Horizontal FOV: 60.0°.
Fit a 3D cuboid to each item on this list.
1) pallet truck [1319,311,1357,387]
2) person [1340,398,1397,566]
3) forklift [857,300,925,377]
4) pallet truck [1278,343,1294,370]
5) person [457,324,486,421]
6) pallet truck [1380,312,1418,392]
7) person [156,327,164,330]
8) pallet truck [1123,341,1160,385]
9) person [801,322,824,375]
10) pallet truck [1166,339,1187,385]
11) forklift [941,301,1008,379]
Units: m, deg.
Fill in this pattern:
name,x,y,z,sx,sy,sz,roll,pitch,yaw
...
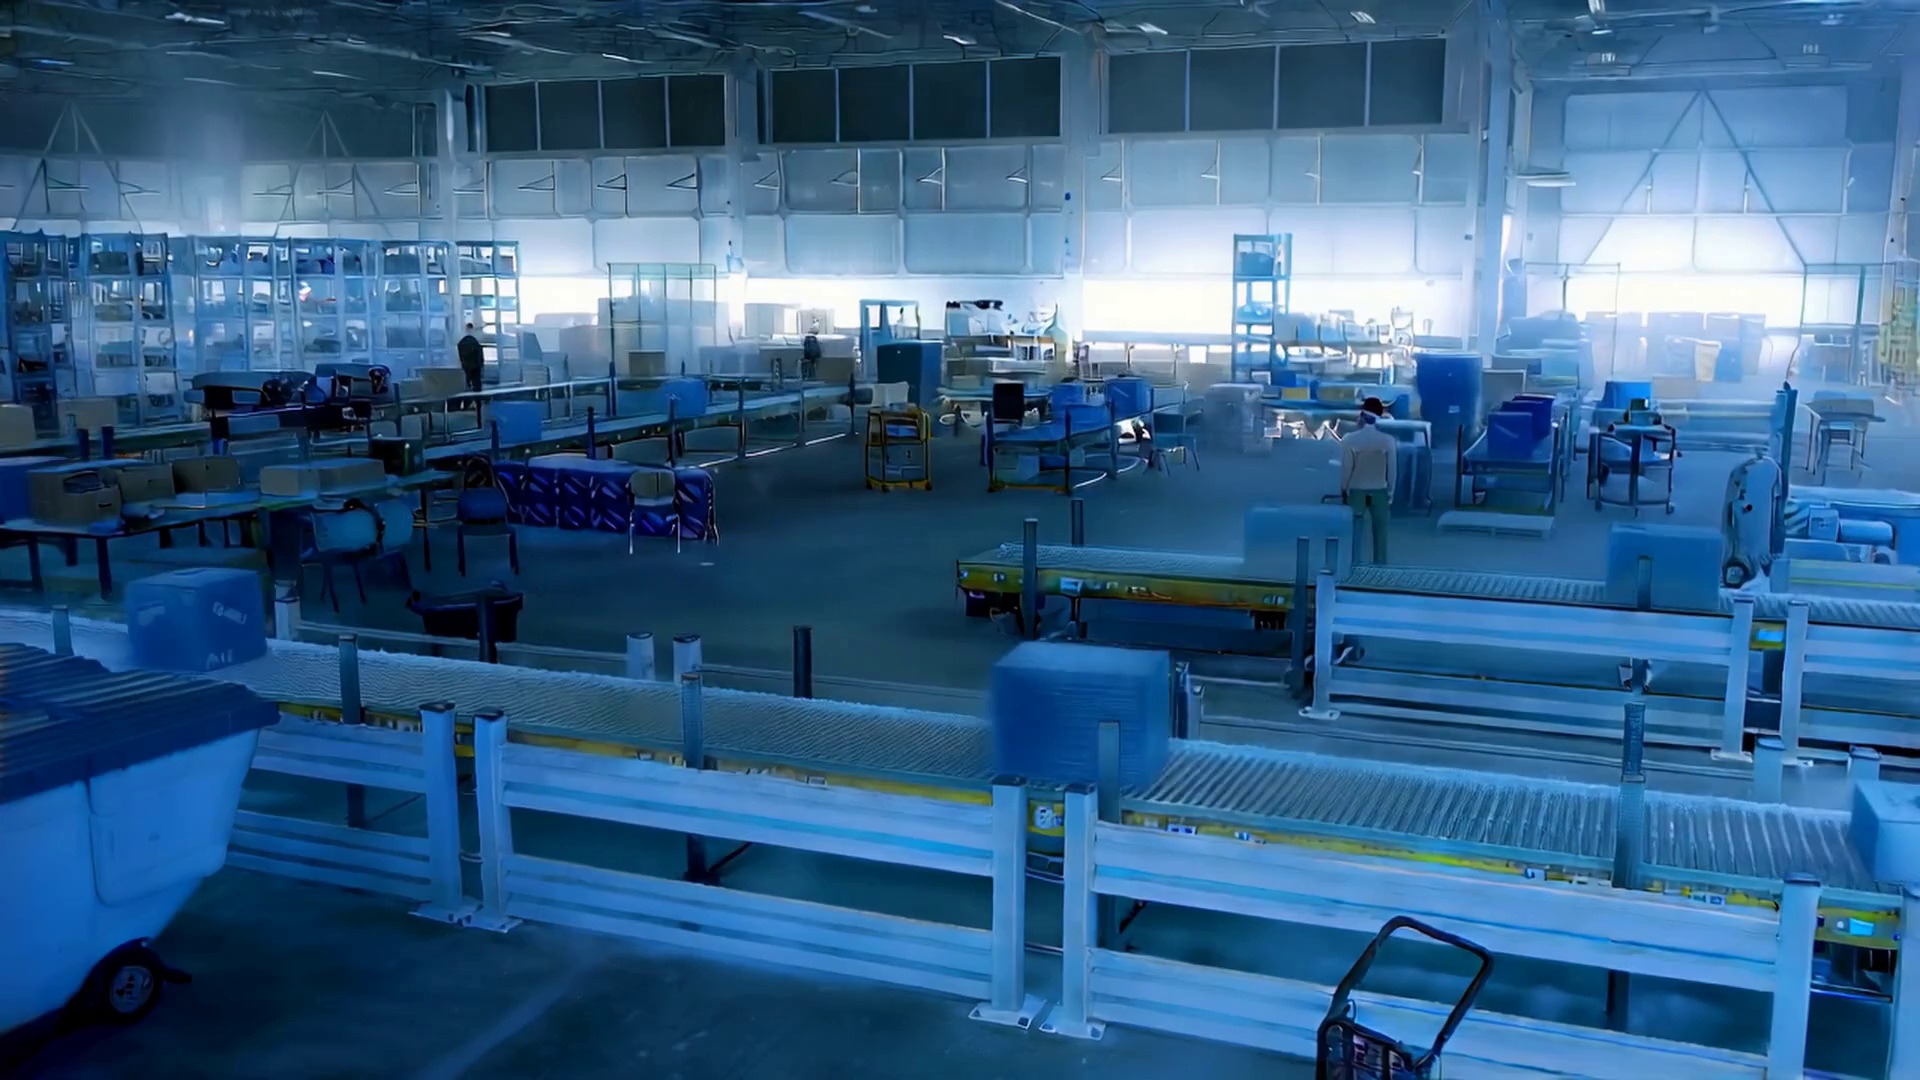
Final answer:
name,x,y,z,sx,sy,sz,roll,pitch,yaw
pallet truck,9.071,-4.419,39.190,0.823,1.965,1.885,5,10,26
person,3.935,-0.481,16.037,0.533,1.766,0.318,3,10,15
forklift,-1.732,-5.109,42.468,1.157,1.987,2.680,4,10,22
pallet truck,7.886,-4.163,39.743,0.653,1.274,1.630,4,10,22
person,-9.509,-3.274,32.529,0.653,1.906,0.408,7,12,36
pallet truck,10.207,-4.283,38.369,0.823,1.965,1.885,3,10,20
person,-17.953,-4.039,37.410,0.568,1.831,0.412,-4,10,-25
pallet truck,4.445,-4.380,41.279,0.680,1.201,1.601,4,10,22
person,-3.147,-3.878,36.517,0.869,1.792,0.593,-6,11,-30
pallet truck,5.418,-4.269,40.420,0.704,1.261,1.522,3,10,20
forklift,0.365,-4.966,41.571,1.157,1.987,2.680,3,10,20
